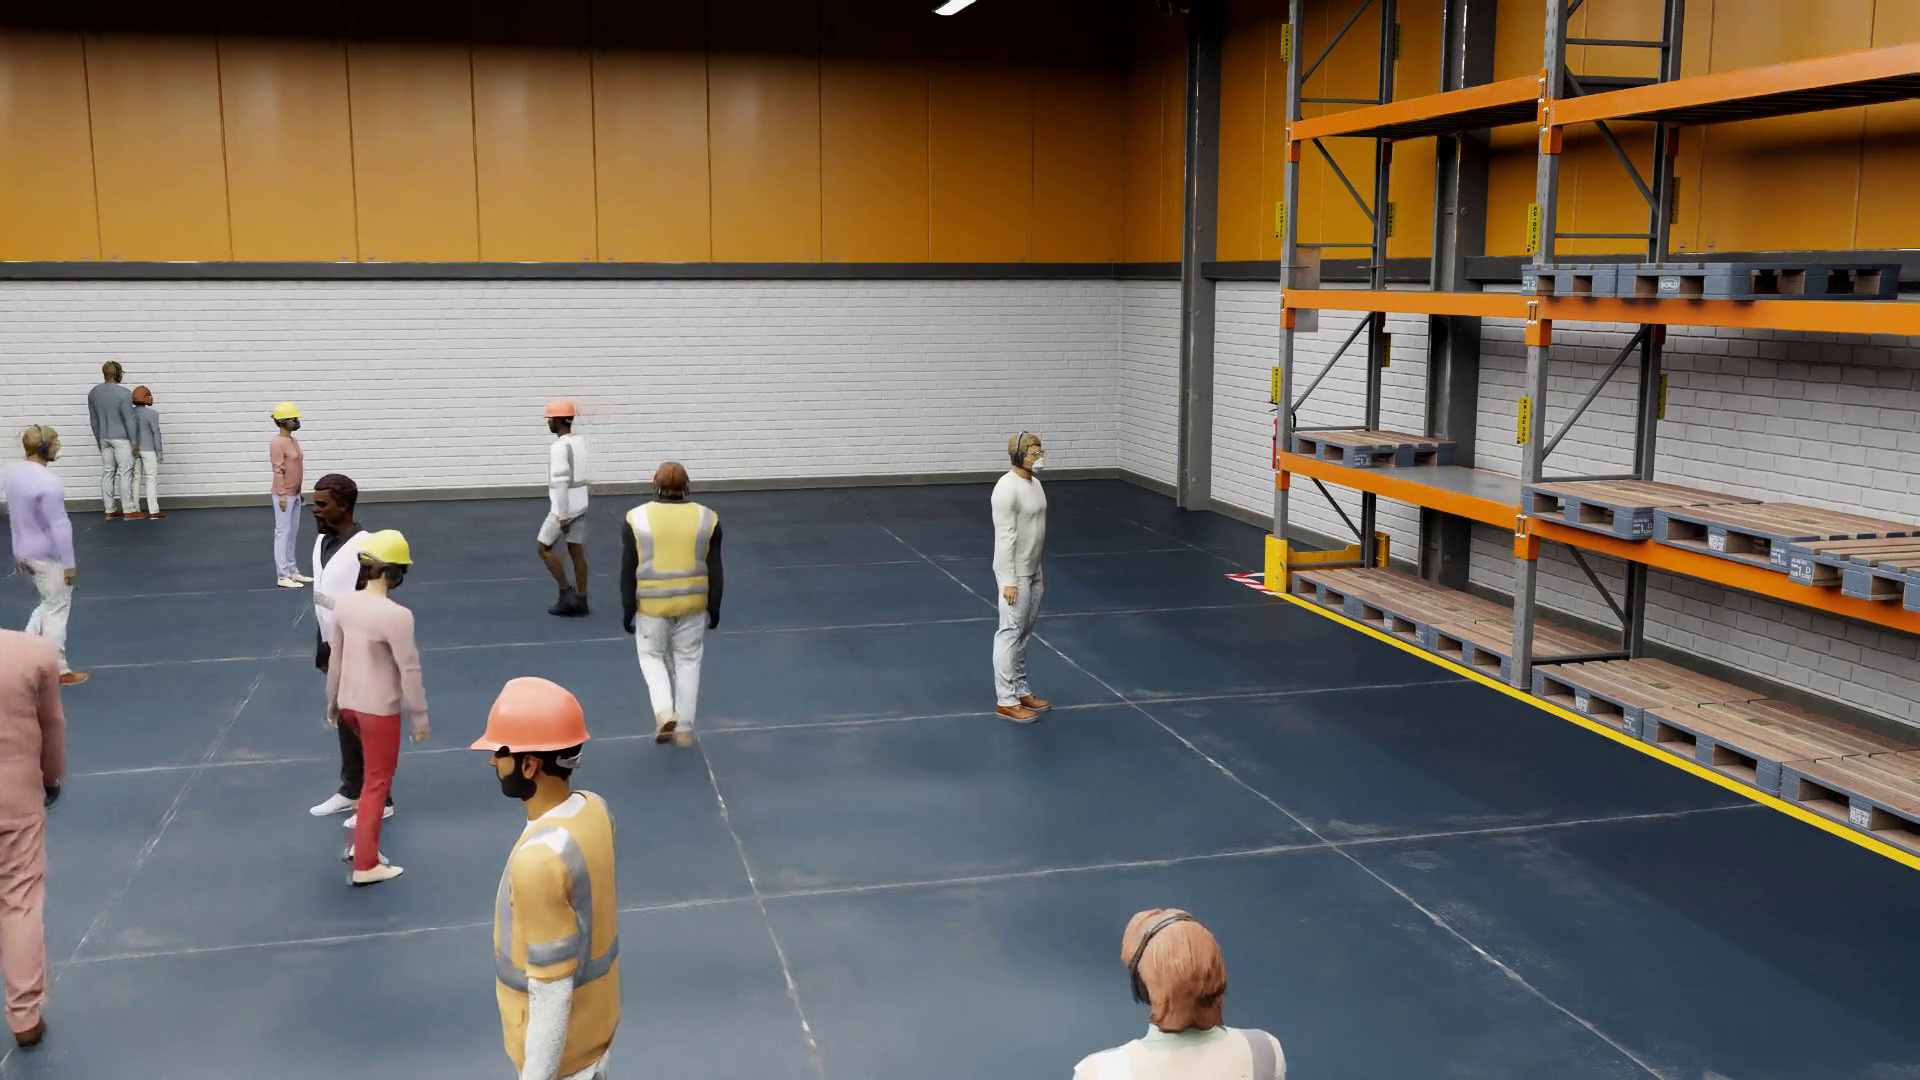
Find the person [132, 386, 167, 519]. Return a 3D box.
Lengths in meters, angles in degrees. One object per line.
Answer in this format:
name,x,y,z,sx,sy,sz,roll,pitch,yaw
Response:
person,-9.939,-1.063,20.261,0.497,1.625,0.286,2,9,13

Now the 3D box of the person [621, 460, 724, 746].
person,-1.795,0.410,10.426,0.646,1.823,0.459,-3,10,-17

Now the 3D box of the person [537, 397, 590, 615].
person,-3.453,-0.285,14.471,0.500,1.916,0.557,2,9,15

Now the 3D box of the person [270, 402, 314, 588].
person,-6.398,-0.434,15.878,0.308,1.772,0.523,0,9,-3

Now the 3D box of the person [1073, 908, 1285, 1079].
person,0.465,1.612,3.605,0.525,1.645,0.421,-3,10,-19

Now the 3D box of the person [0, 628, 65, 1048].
person,-3.902,1.008,6.608,0.652,1.857,1.002,-6,11,-34

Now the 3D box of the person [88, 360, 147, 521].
person,-10.200,-1.199,20.122,0.635,1.939,0.366,3,10,17

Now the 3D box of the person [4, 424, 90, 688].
person,-6.542,0.124,11.920,0.647,1.921,0.443,7,11,35

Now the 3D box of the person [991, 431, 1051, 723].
person,0.416,0.236,11.163,0.372,1.940,0.627,3,10,21

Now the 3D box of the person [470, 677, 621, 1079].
person,-1.094,1.315,4.435,0.358,1.936,0.552,0,9,1

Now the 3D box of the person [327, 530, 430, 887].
person,-2.835,0.818,8.110,0.566,1.741,0.436,6,11,34

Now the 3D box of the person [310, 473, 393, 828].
person,-3.301,0.587,9.034,0.587,1.920,0.395,8,12,42
